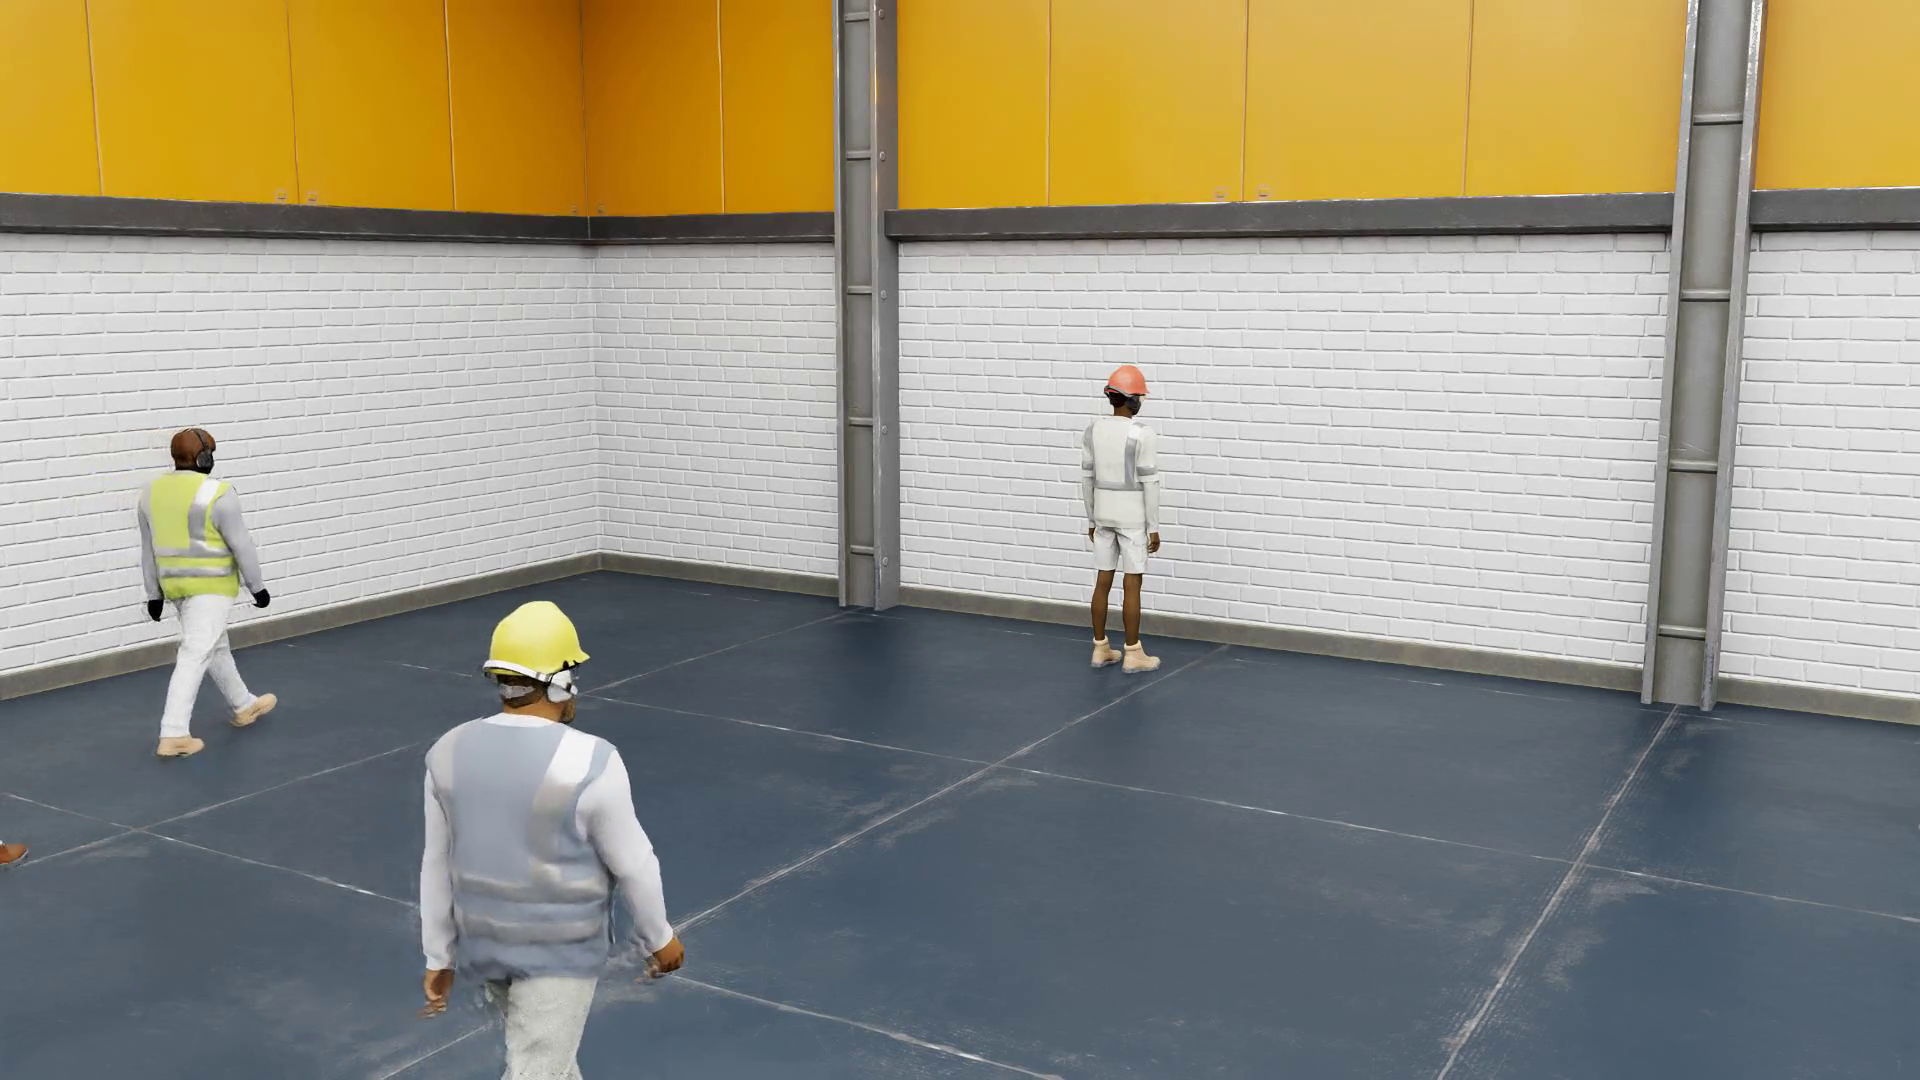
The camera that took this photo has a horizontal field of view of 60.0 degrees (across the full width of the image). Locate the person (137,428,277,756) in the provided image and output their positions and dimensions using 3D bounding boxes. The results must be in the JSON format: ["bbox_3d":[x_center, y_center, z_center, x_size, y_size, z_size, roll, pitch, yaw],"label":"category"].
[{"bbox_3d":[-4.253,0.267,9.366,0.623,1.792,1.008,4,10,22],"label":"person"}]

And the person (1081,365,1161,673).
[{"bbox_3d":[1.090,-0.138,11.078,0.607,2.044,0.379,8,12,42],"label":"person"}]

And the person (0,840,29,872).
[{"bbox_3d":[-4.434,0.552,7.190,0.618,1.903,0.756,4,10,25],"label":"person"}]

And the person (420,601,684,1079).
[{"bbox_3d":[-1.092,1.053,4.442,0.601,1.787,0.913,5,10,27],"label":"person"}]
